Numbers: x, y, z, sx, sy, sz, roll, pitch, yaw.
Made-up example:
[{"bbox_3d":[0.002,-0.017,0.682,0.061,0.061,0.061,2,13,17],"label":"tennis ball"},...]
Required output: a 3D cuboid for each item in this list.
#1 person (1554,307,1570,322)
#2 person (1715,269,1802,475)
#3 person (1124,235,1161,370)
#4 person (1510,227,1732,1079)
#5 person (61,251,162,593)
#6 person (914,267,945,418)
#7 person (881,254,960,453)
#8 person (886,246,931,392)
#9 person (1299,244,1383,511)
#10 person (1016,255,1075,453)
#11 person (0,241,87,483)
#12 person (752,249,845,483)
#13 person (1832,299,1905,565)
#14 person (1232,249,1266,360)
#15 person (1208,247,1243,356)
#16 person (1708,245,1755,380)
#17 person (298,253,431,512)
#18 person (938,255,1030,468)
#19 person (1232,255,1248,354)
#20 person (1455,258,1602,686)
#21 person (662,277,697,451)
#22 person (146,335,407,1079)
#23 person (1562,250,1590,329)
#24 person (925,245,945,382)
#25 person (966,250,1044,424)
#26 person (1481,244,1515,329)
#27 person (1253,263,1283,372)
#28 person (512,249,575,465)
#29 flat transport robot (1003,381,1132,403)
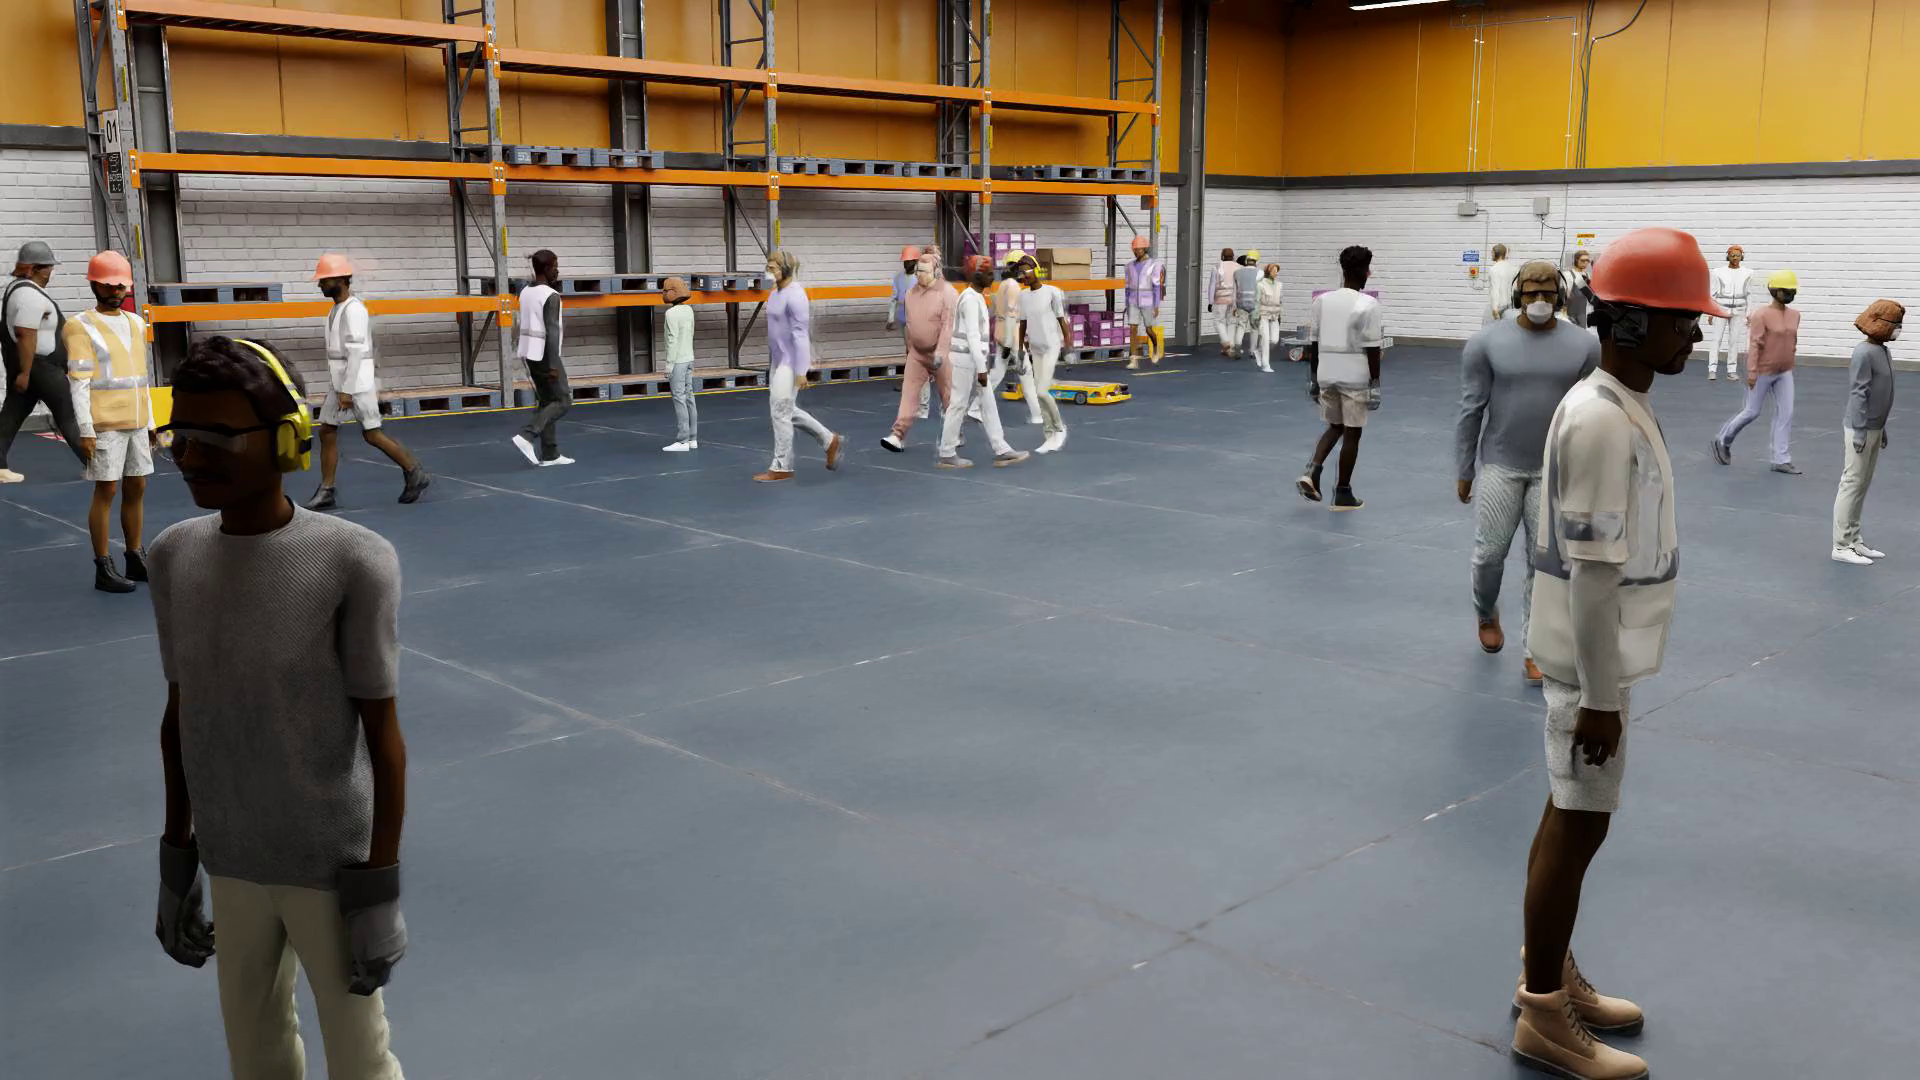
[{"bbox_3d":[5.041,-1.354,14.105,0.767,1.611,0.522,-4,11,-20],"label":"person"},{"bbox_3d":[6.936,-1.461,14.332,0.538,1.741,0.794,-4,11,-19],"label":"person"},{"bbox_3d":[2.796,-3.607,25.265,0.612,2.025,0.819,6,12,28],"label":"person"},{"bbox_3d":[1.575,0.282,4.008,0.396,2.038,0.614,4,11,22],"label":"person"},{"bbox_3d":[-4.796,-0.674,9.507,0.363,1.932,0.552,3,11,17],"label":"person"},{"bbox_3d":[-0.332,-2.224,18.480,0.485,1.745,0.296,-4,11,-20],"label":"person"},{"bbox_3d":[-0.321,-1.728,15.524,0.625,1.842,0.995,6,12,31],"label":"person"},{"bbox_3d":[-0.610,-2.913,21.856,0.549,1.898,0.971,7,13,34],"label":"person"},{"bbox_3d":[2.834,-1.180,12.215,0.442,1.954,0.617,-8,13,-37],"label":"person"},{"bbox_3d":[0.755,-1.714,15.434,0.535,1.833,0.473,10,14,43],"label":"person"},{"bbox_3d":[-7.562,-1.484,13.638,1.052,2.000,0.685,-9,14,-41],"label":"person"},{"bbox_3d":[-1.341,-1.434,13.738,0.784,1.919,0.636,-5,11,-24],"label":"person"},{"bbox_3d":[5.642,-0.673,10.329,0.286,1.633,0.498,9,14,41],"label":"person"},{"bbox_3d":[4.659,-3.787,26.829,0.601,1.811,0.736,4,11,23],"label":"person"},{"bbox_3d":[4.458,-3.970,27.807,0.679,1.822,0.480,-3,11,-16],"label":"person"},{"bbox_3d":[10.781,-3.174,23.288,0.574,1.881,0.357,2,11,11],"label":"person"},{"bbox_3d":[-4.456,-1.170,12.324,0.945,1.900,0.546,-10,14,-43],"label":"person"},{"bbox_3d":[0.206,-1.523,14.373,0.872,1.848,0.596,2,11,11],"label":"person"},{"bbox_3d":[4.776,-4.018,28.453,0.341,1.683,0.536,1,10,5],"label":"person"},{"bbox_3d":[2.610,-0.329,7.667,0.636,1.925,0.718,1,10,8],"label":"person"},{"bbox_3d":[-2.649,-1.652,15.665,0.275,1.632,0.507,2,11,13],"label":"person"},{"bbox_3d":[-1.179,0.580,2.896,0.509,1.855,0.331,3,11,17],"label":"person"},{"bbox_3d":[8.772,-3.253,23.891,0.532,1.827,0.751,-4,11,-22],"label":"person"},{"bbox_3d":[-0.342,-3.095,22.860,0.659,1.887,0.648,-9,13,-39],"label":"person"},{"bbox_3d":[0.515,-2.171,17.880,0.934,1.879,0.581,-3,11,-15],"label":"person"},{"bbox_3d":[8.503,-3.691,26.102,0.626,1.899,1.025,-8,13,-38],"label":"person"},{"bbox_3d":[4.533,-3.306,24.735,0.532,1.621,0.523,-5,12,-27],"label":"person"},{"bbox_3d":[-3.653,-1.569,14.488,0.544,1.906,0.594,-9,14,-41],"label":"person"},{"bbox_3d":[1.307,-1.817,20.283,1.431,0.197,0.652,5,12,27],"label":"flat transport robot"}]
